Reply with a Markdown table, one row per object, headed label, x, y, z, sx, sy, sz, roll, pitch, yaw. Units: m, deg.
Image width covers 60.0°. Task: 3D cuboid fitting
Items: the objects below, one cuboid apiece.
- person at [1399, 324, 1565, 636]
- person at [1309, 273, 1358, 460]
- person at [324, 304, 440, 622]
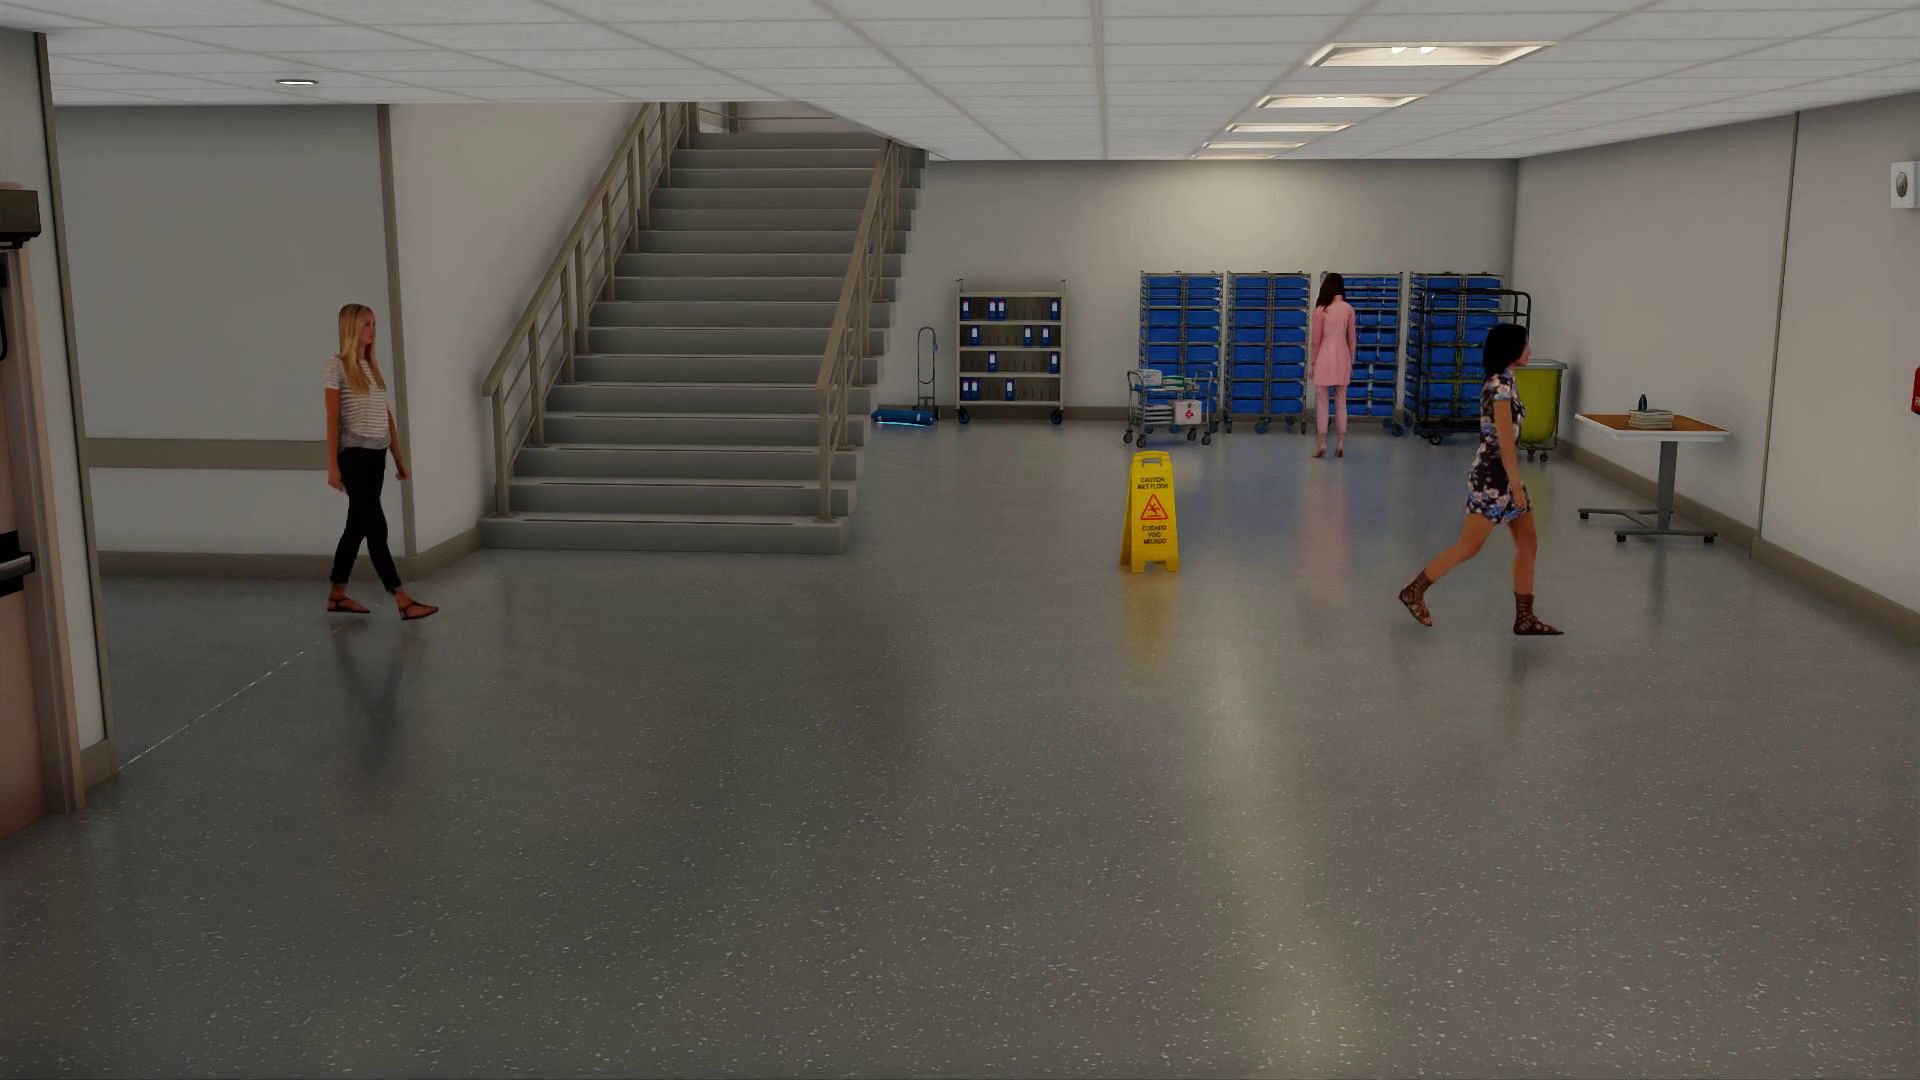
| label | x | y | z | sx | sy | sz | roll | pitch | yaw |
| --- | --- | --- | --- | --- | --- | --- | --- | --- | --- |
| person | 2.849 | -0.298 | 9.133 | 0.976 | 1.695 | 1.142 | 6 | 12 | 31 |
| person | 3.630 | -1.699 | 16.229 | 0.653 | 1.803 | 0.594 | -2 | 11 | -8 |
| person | -3.494 | -0.419 | 9.508 | 0.784 | 1.793 | 0.963 | 3 | 11 | 14 |
